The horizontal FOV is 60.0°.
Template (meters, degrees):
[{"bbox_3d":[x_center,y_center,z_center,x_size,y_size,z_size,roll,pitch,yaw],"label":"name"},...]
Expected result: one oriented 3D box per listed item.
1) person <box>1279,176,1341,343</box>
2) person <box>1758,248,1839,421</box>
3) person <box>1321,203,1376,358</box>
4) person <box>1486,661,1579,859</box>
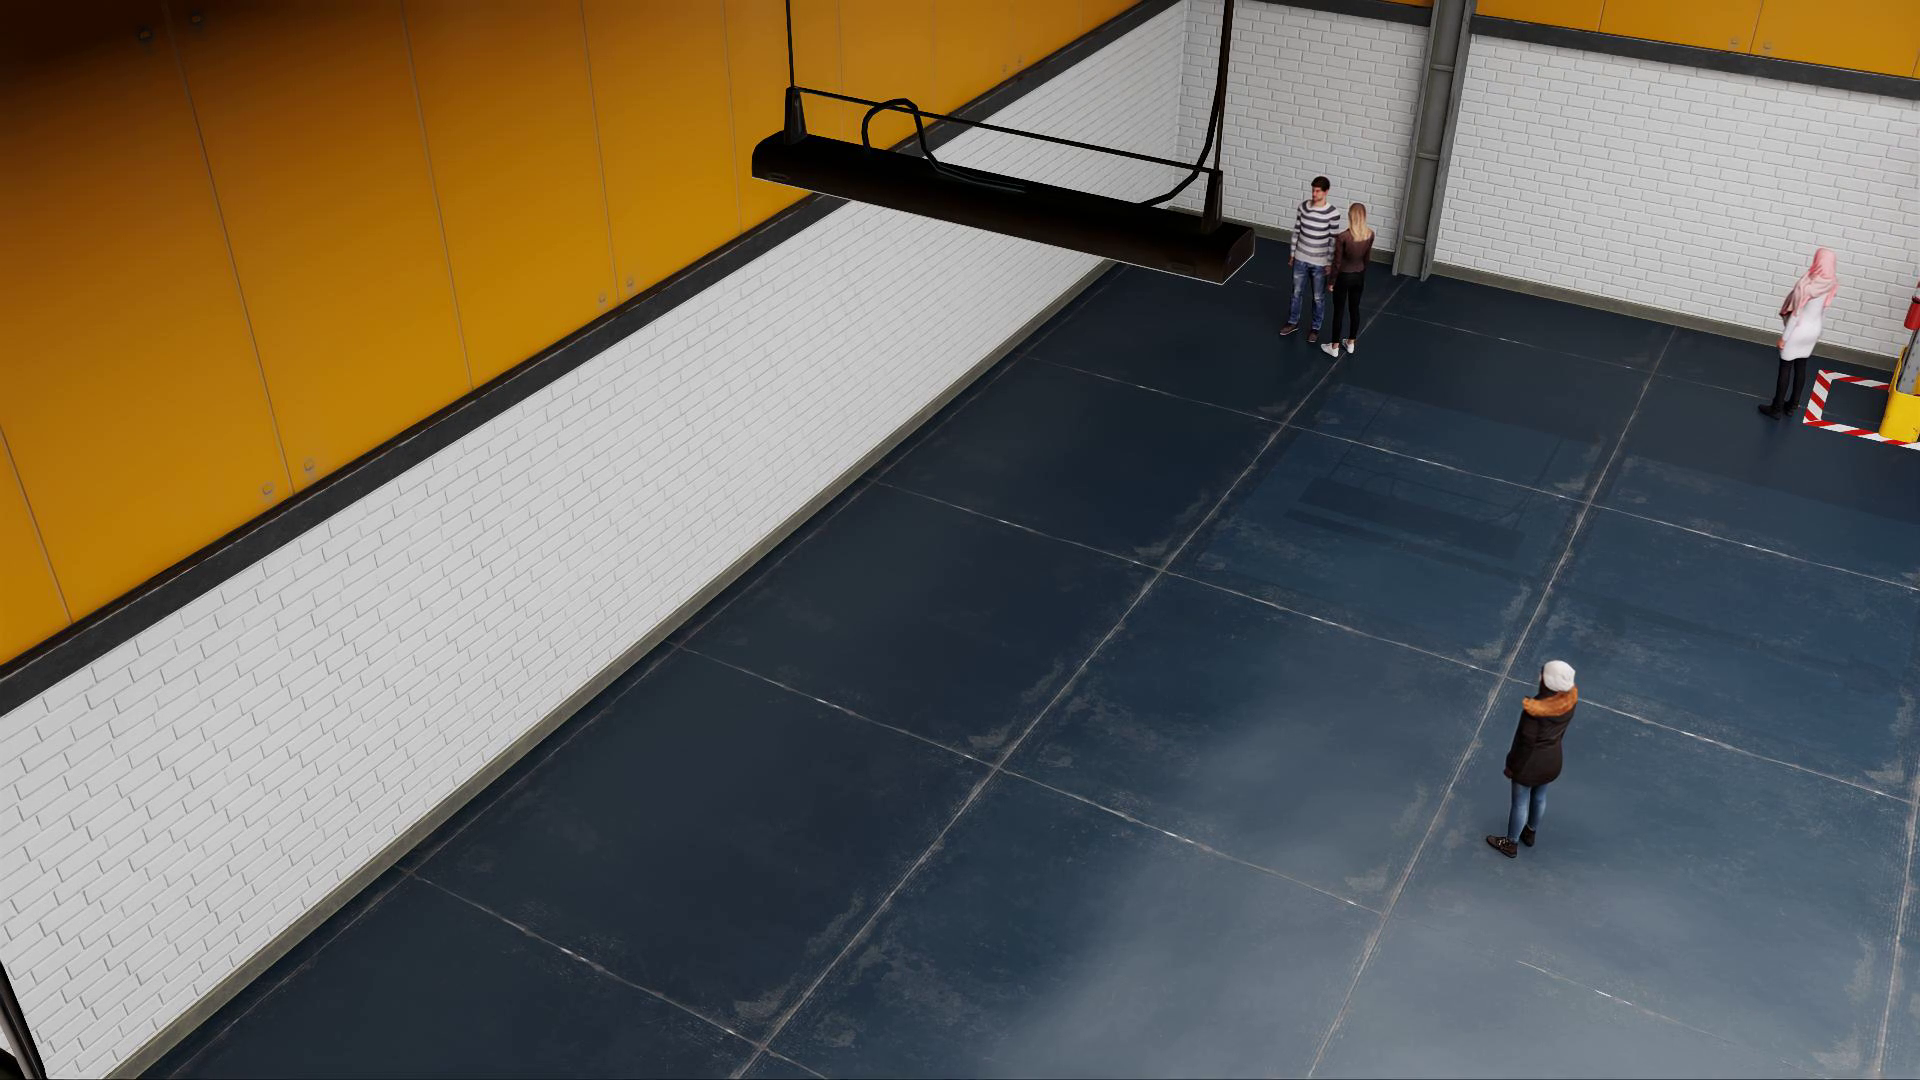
[{"bbox_3d":[3.801,-3.044,17.924,0.490,1.852,0.720,21,39,28],"label":"person"},{"bbox_3d":[8.327,-2.044,16.465,0.732,1.803,0.787,-10,35,-14],"label":"person"},{"bbox_3d":[4.129,-2.764,17.637,0.674,1.705,0.707,-12,36,-18],"label":"person"},{"bbox_3d":[3.924,1.476,11.322,0.738,1.634,0.764,-19,38,-26],"label":"person"}]
